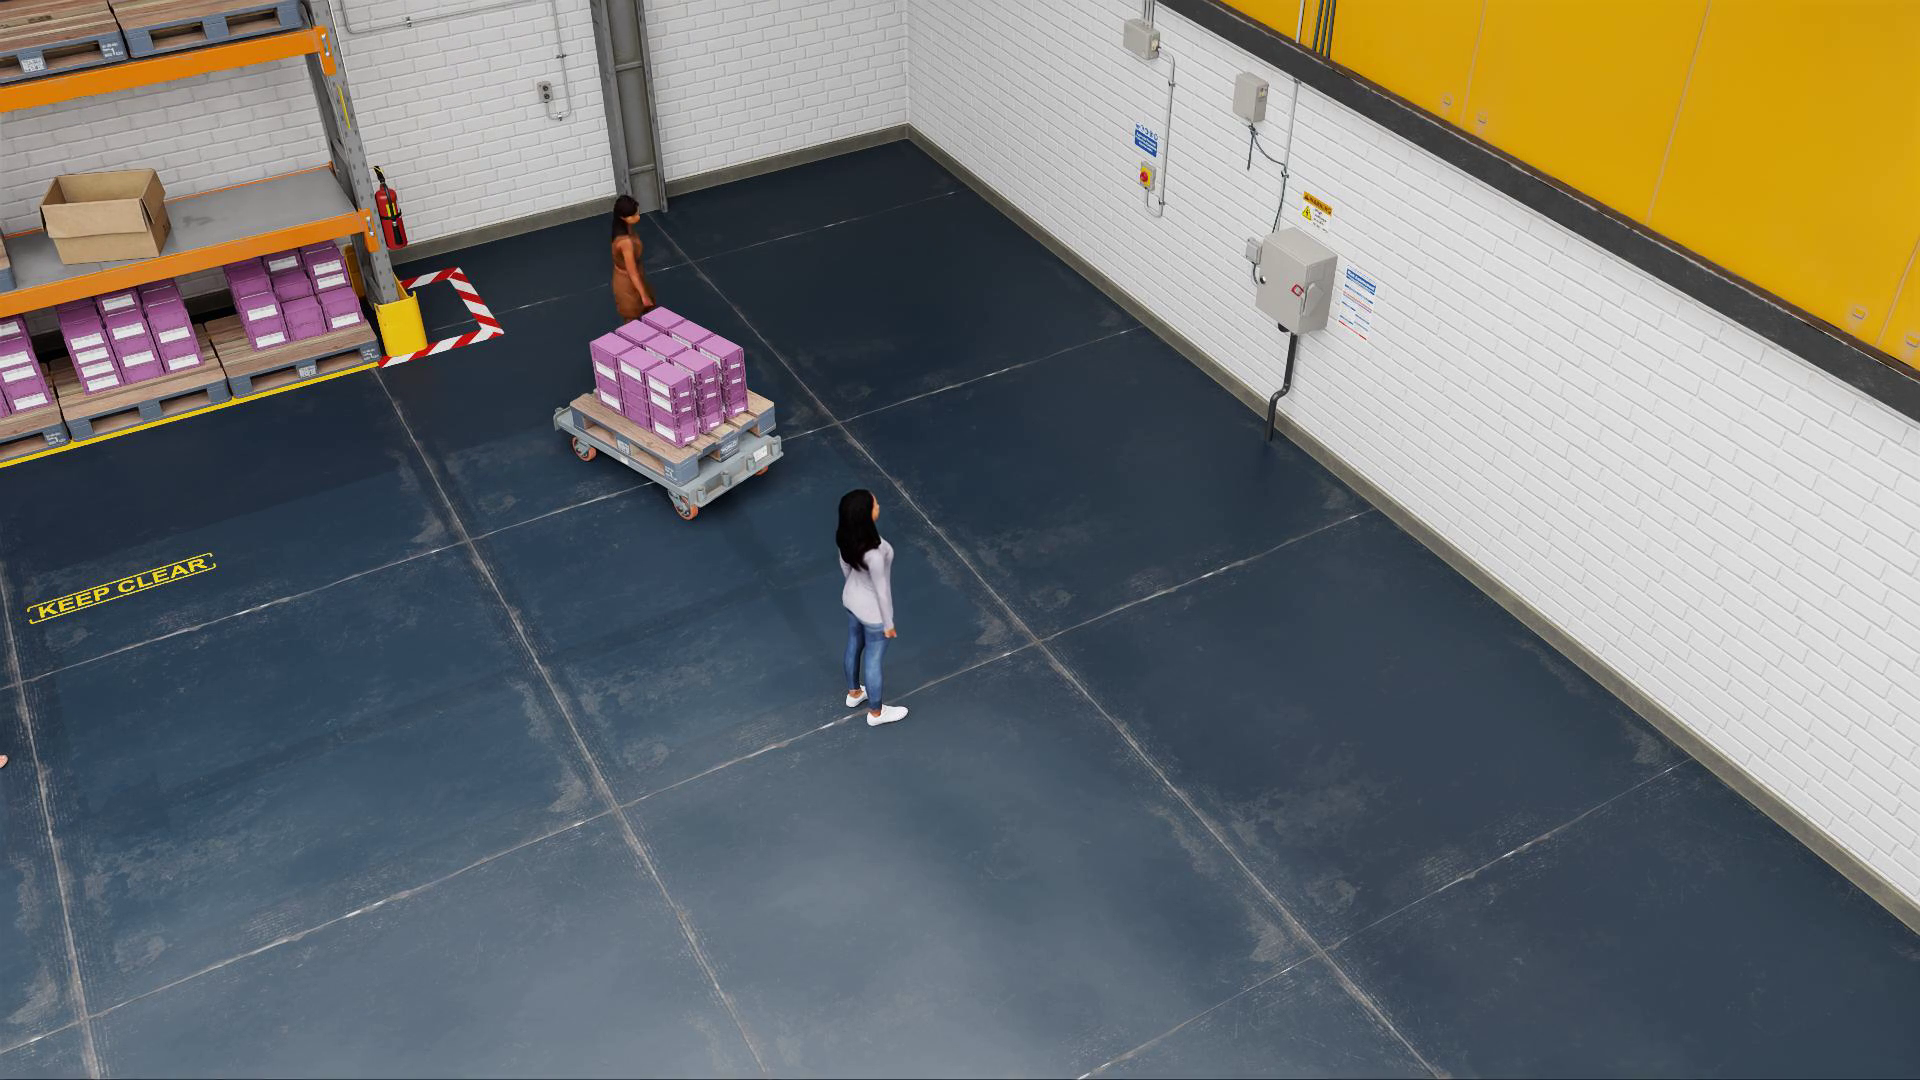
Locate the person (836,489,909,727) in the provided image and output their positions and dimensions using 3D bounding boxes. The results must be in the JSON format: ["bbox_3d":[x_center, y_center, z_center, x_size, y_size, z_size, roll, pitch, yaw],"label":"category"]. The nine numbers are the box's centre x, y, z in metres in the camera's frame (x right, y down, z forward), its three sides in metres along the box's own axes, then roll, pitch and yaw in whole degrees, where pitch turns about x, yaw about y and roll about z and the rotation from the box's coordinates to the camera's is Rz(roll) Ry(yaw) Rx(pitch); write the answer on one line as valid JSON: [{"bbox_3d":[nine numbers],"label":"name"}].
[{"bbox_3d":[-0.583,0.410,10.177,0.553,1.736,0.623,-24,45,-27],"label":"person"}]

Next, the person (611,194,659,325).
[{"bbox_3d":[-2.690,-1.997,13.256,0.691,1.655,0.701,-12,40,-15],"label":"person"}]
